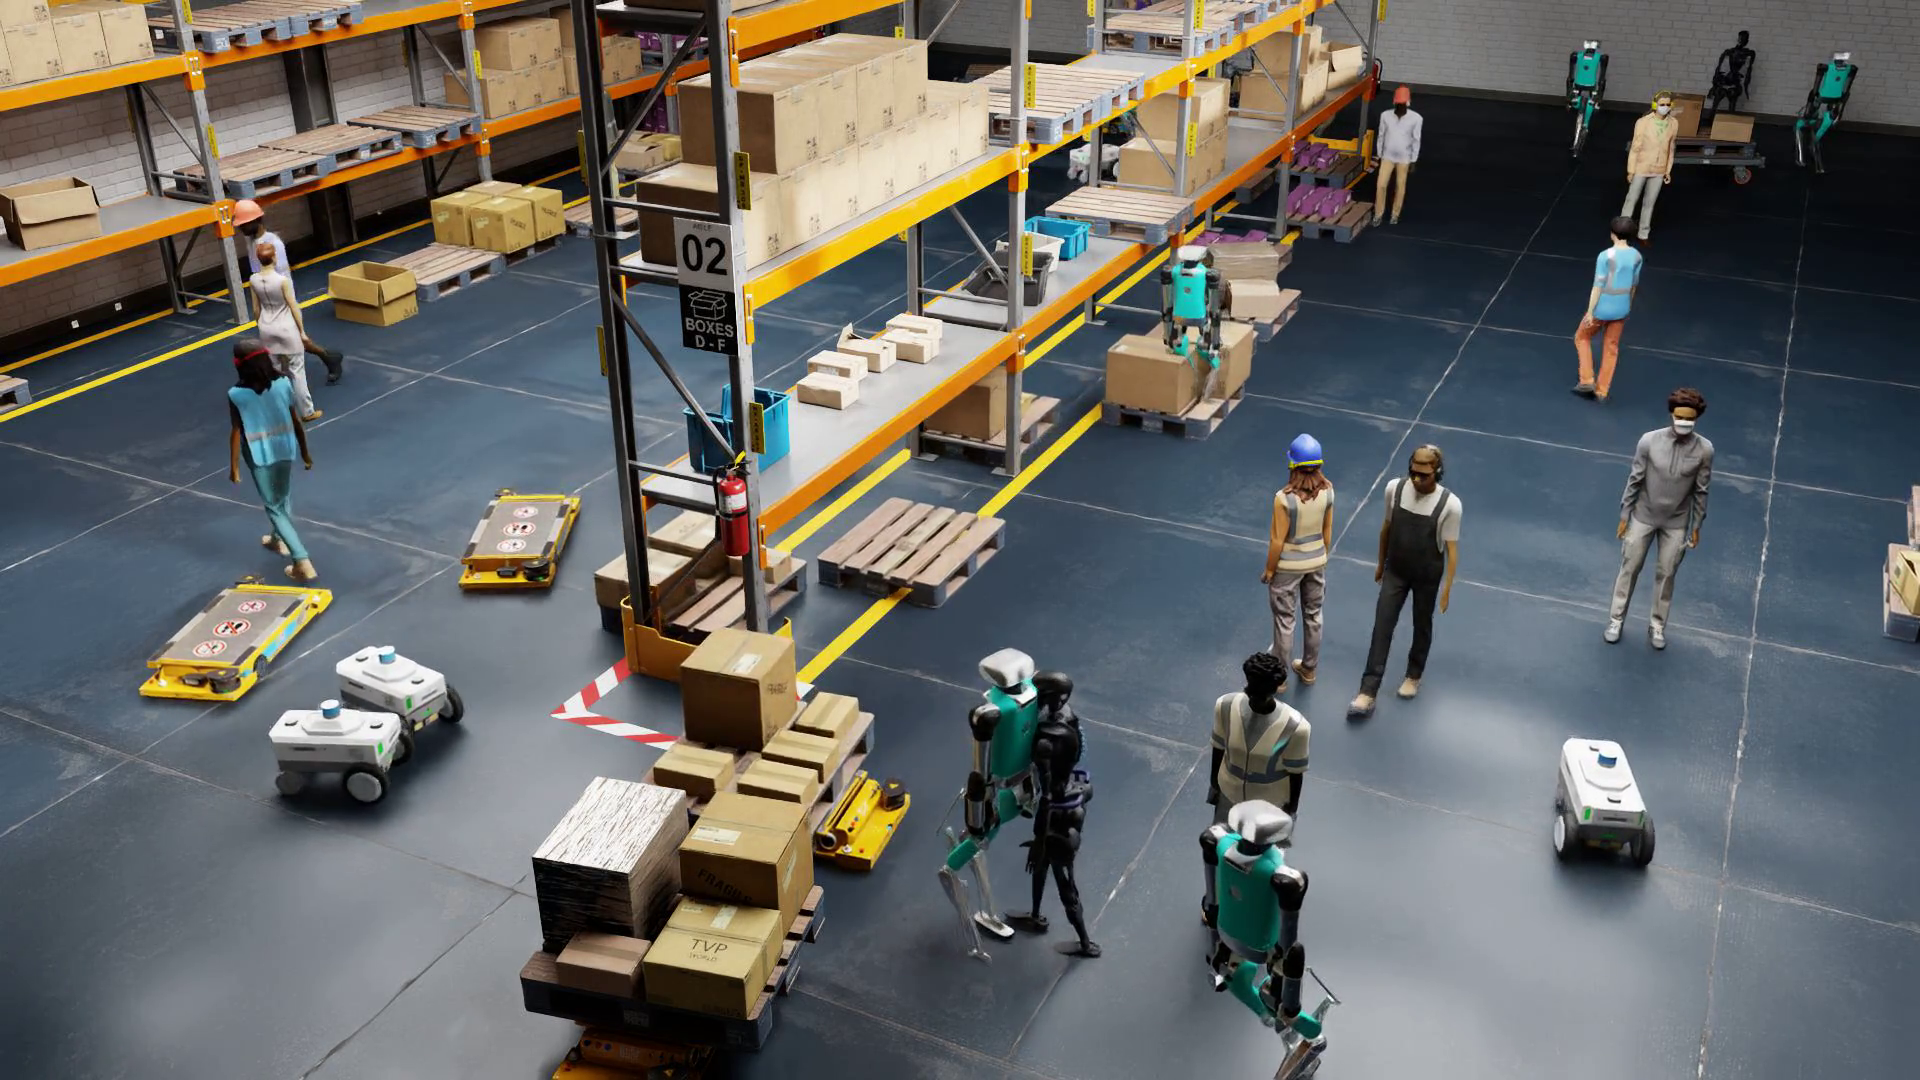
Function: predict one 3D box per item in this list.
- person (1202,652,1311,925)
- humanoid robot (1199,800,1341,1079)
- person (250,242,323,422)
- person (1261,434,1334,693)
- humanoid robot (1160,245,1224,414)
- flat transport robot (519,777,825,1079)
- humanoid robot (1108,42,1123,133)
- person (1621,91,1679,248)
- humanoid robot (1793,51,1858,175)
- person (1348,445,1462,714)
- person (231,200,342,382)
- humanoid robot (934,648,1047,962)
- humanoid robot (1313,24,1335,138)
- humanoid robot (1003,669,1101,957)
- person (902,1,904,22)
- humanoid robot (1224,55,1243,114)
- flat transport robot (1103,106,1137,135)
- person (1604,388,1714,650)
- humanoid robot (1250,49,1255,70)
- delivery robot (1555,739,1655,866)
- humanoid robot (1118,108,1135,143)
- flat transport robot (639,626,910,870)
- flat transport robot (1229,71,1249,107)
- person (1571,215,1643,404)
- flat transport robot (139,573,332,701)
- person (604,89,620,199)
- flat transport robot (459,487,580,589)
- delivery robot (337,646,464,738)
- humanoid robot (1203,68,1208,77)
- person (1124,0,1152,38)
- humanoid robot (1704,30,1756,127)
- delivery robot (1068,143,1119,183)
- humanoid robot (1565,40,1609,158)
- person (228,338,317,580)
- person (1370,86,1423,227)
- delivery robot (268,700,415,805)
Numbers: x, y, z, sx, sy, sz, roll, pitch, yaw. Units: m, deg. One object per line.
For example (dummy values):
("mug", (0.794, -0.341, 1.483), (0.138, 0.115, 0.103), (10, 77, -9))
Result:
("person", (1.512, 1.306, 8.539), (0.530, 1.691, 0.322), (15, 30, 28))
("humanoid robot", (1.456, 1.882, 7.416), (0.813, 1.871, 0.556), (-20, 33, -35))
("person", (-6.105, -1.861, 14.965), (0.444, 1.661, 0.285), (3, 27, 7))
("person", (2.169, 0.156, 10.759), (0.470, 1.778, 0.322), (-10, 28, -19))
("humanoid robot", (2.106, -1.779, 14.839), (0.554, 1.879, 0.807), (11, 28, 21))
("flat transport robot", (-1.409, 2.228, 8.277), (0.659, 0.231, 1.431), (7, 27, 13))
("humanoid robot", (2.169, -7.050, 25.481), (0.770, 1.627, 0.595), (0, 26, -1))
("person", (8.262, -4.442, 19.944), (0.555, 1.877, 0.401), (-1, 26, -2))
("humanoid robot", (11.961, -5.950, 23.137), (0.556, 1.740, 0.978), (1, 26, 2))
("person", (2.816, 0.275, 10.477), (0.528, 1.812, 0.818), (16, 31, 30))
("person", (-6.305, -2.259, 15.507), (0.593, 1.903, 0.779), (20, 33, 35))
("humanoid robot", (0.091, 1.302, 8.498), (0.662, 1.800, 0.536), (21, 33, 36))
("humanoid robot", (5.393, -6.766, 24.733), (0.692, 1.750, 0.534), (3, 26, 6))
("humanoid robot", (0.466, 1.385, 8.417), (0.537, 1.648, 0.585), (7, 27, 13))
("person", (-0.874, -9.475, 30.172), (0.365, 1.824, 0.510), (1, 26, 1))
("humanoid robot", (3.845, -6.243, 23.815), (0.610, 1.631, 0.584), (19, 32, 33))
("flat transport robot", (2.773, -6.425, 25.755), (1.431, 0.231, 0.659), (10, 28, 19))
("person", (4.757, -0.158, 11.275), (0.545, 1.891, 0.392), (9, 28, 18))
("humanoid robot", (4.452, -6.679, 24.673), (0.364, 1.650, 0.602), (-3, 27, -6))
("delivery robot", (3.651, 1.483, 9.482), (0.499, 0.614, 0.803), (4, 27, 7))
("humanoid robot", (2.597, -6.739, 24.728), (0.709, 1.764, 0.540), (7, 27, 14))
("flat transport robot", (-1.069, 1.531, 9.686), (1.431, 0.231, 0.659), (8, 28, 16))
("flat transport robot", (4.908, -6.978, 26.874), (1.431, 0.231, 0.659), (21, 33, 36))
("person", (6.001, -2.138, 15.425), (0.516, 1.746, 0.500), (-6, 27, -12))
("flat transport robot", (-4.959, 0.659, 11.447), (0.659, 0.231, 1.431), (3, 26, 6))
("person", (-4.558, -5.081, 21.273), (0.388, 1.837, 0.564), (2, 26, 4))
("flat transport robot", (-3.378, -0.024, 12.826), (0.659, 0.231, 1.431), (-1, 26, -2))
("delivery robot", (-3.592, 0.949, 10.525), (0.758, 0.583, 0.499), (16, 30, 28))
("humanoid robot", (3.711, -6.580, 24.507), (0.714, 1.625, 0.609), (-3, 27, -7))
("person", (3.037, -8.885, 28.890), (0.819, 1.899, 0.545), (19, 32, 33))
("humanoid robot", (11.551, -6.834, 25.005), (0.612, 1.645, 0.472), (-1, 26, -1))
("delivery robot", (1.891, -5.289, 23.160), (0.815, 0.614, 0.499), (-17, 31, -31))
("humanoid robot", (9.033, -6.369, 23.993), (0.537, 1.736, 0.958), (14, 30, 26))
("person", (-5.106, -0.620, 12.281), (0.898, 1.826, 0.556), (19, 32, 33))
("person", (5.439, -4.773, 20.766), (0.571, 1.723, 0.722), (12, 29, 23))
("delivery robot", (-3.701, 1.245, 9.963), (0.811, 0.613, 0.499), (1, 26, 3))
